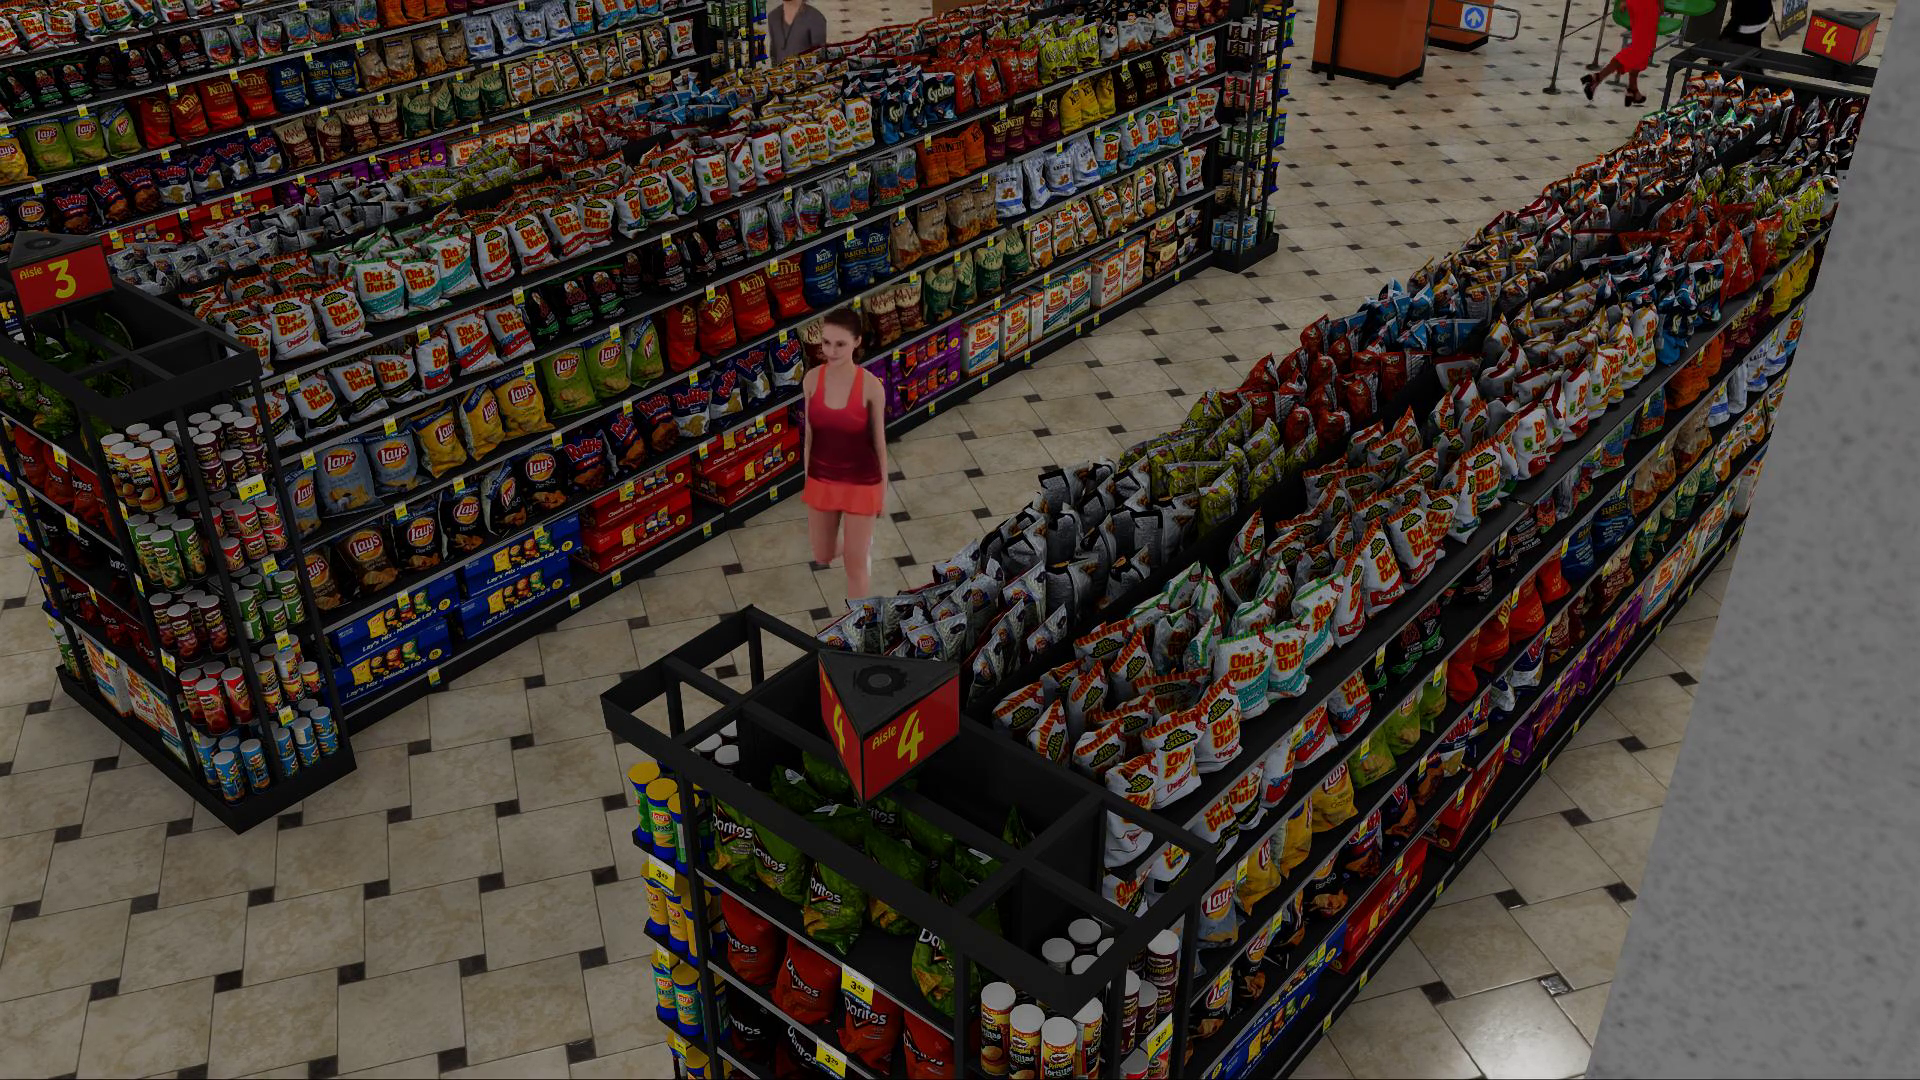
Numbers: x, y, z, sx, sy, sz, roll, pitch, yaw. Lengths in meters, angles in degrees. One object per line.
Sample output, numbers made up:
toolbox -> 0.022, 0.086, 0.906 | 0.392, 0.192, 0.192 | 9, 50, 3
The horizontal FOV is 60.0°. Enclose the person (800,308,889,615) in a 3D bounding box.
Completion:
person -> -0.493, -0.279, 7.548 | 0.788, 1.735, 1.002 | 9, 33, 14

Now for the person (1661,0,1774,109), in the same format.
person -> 6.745, -4.352, 14.074 | 1.073, 1.757, 1.230 | 15, 35, 22

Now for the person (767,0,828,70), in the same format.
person -> -1.120, -3.277, 12.223 | 0.810, 1.886, 1.092 | 18, 36, 27

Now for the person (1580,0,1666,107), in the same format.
person -> 5.856, -4.590, 14.449 | 1.103, 1.764, 0.907 | -11, 34, -17
